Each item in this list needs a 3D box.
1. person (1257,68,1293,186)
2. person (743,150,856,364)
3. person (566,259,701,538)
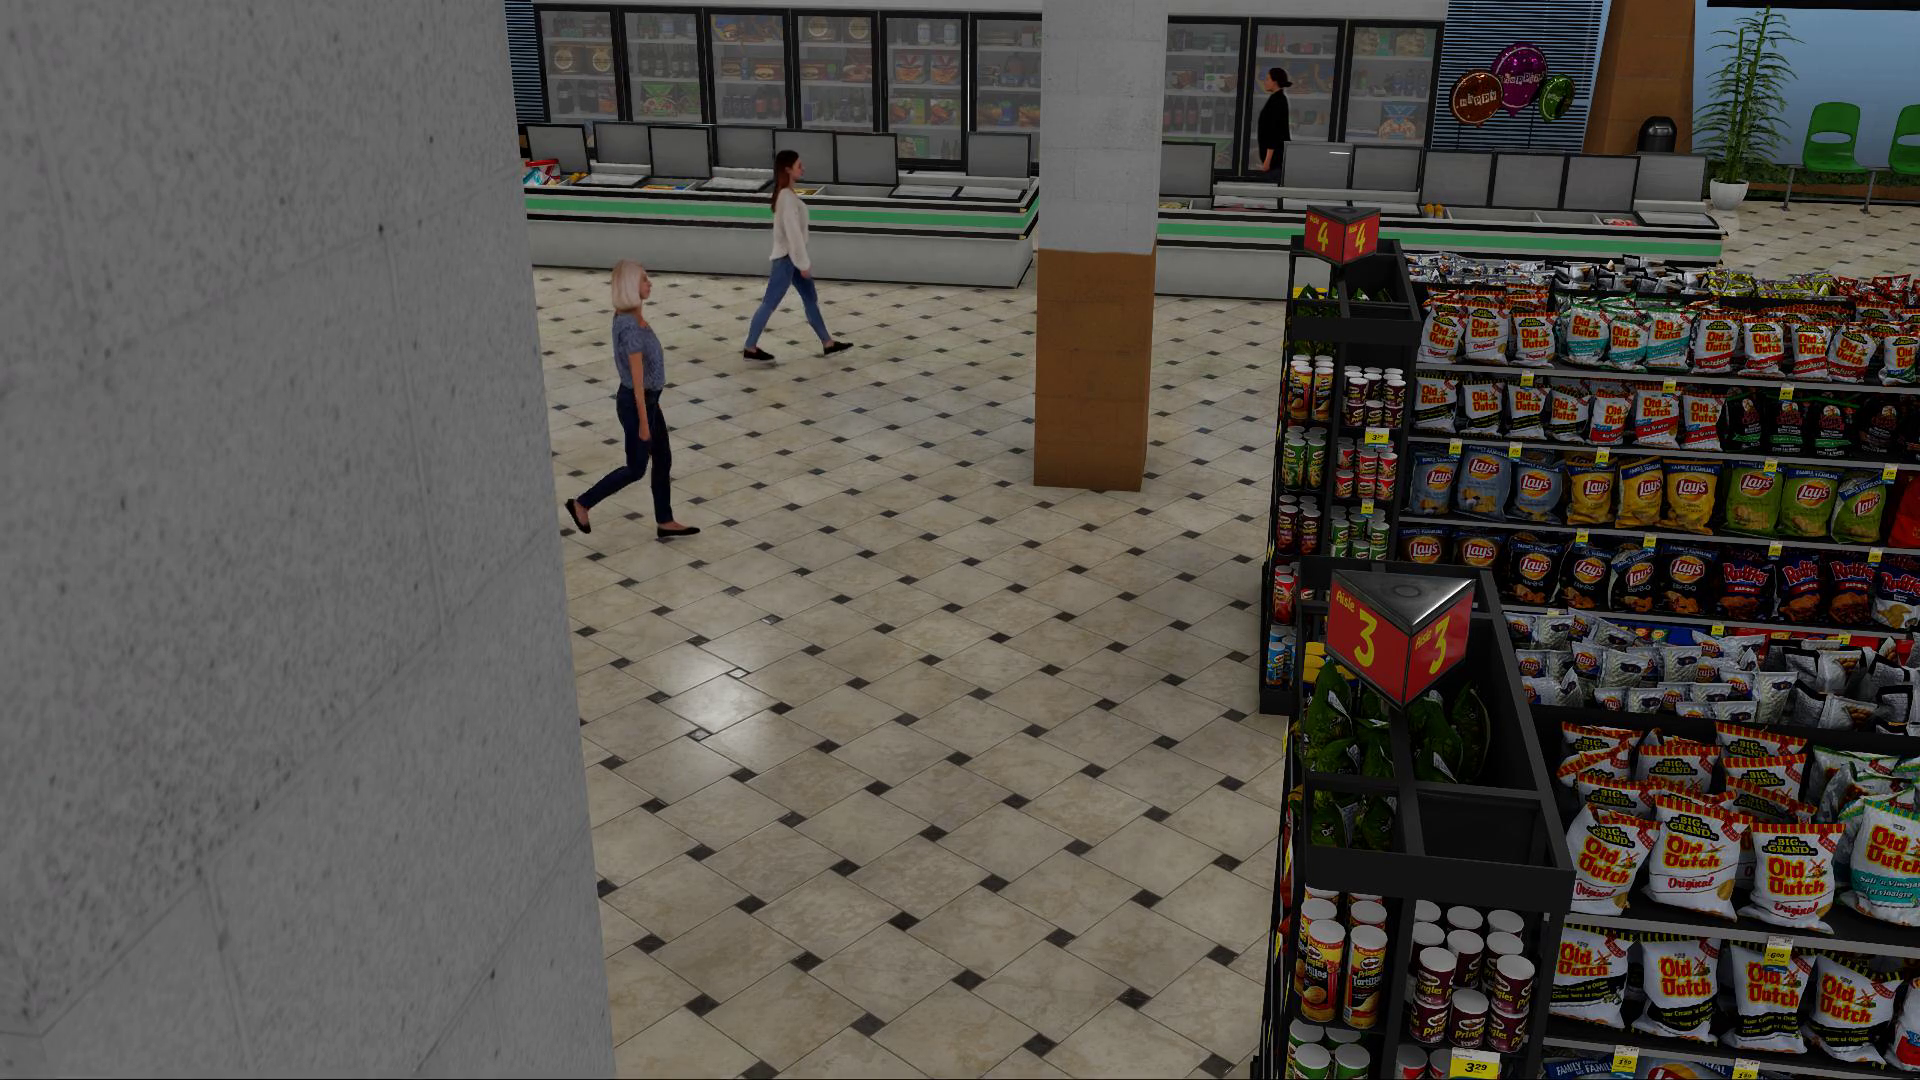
[{"bbox_3d":[3.160,-3.859,16.690,0.546,1.718,0.630,4,24,9],"label":"person"},{"bbox_3d":[-1.408,-2.126,12.825,1.181,1.642,0.848,-2,24,-4],"label":"person"},{"bbox_3d":[-1.950,-0.766,9.645,1.064,1.699,0.788,-4,24,-8],"label":"person"}]
